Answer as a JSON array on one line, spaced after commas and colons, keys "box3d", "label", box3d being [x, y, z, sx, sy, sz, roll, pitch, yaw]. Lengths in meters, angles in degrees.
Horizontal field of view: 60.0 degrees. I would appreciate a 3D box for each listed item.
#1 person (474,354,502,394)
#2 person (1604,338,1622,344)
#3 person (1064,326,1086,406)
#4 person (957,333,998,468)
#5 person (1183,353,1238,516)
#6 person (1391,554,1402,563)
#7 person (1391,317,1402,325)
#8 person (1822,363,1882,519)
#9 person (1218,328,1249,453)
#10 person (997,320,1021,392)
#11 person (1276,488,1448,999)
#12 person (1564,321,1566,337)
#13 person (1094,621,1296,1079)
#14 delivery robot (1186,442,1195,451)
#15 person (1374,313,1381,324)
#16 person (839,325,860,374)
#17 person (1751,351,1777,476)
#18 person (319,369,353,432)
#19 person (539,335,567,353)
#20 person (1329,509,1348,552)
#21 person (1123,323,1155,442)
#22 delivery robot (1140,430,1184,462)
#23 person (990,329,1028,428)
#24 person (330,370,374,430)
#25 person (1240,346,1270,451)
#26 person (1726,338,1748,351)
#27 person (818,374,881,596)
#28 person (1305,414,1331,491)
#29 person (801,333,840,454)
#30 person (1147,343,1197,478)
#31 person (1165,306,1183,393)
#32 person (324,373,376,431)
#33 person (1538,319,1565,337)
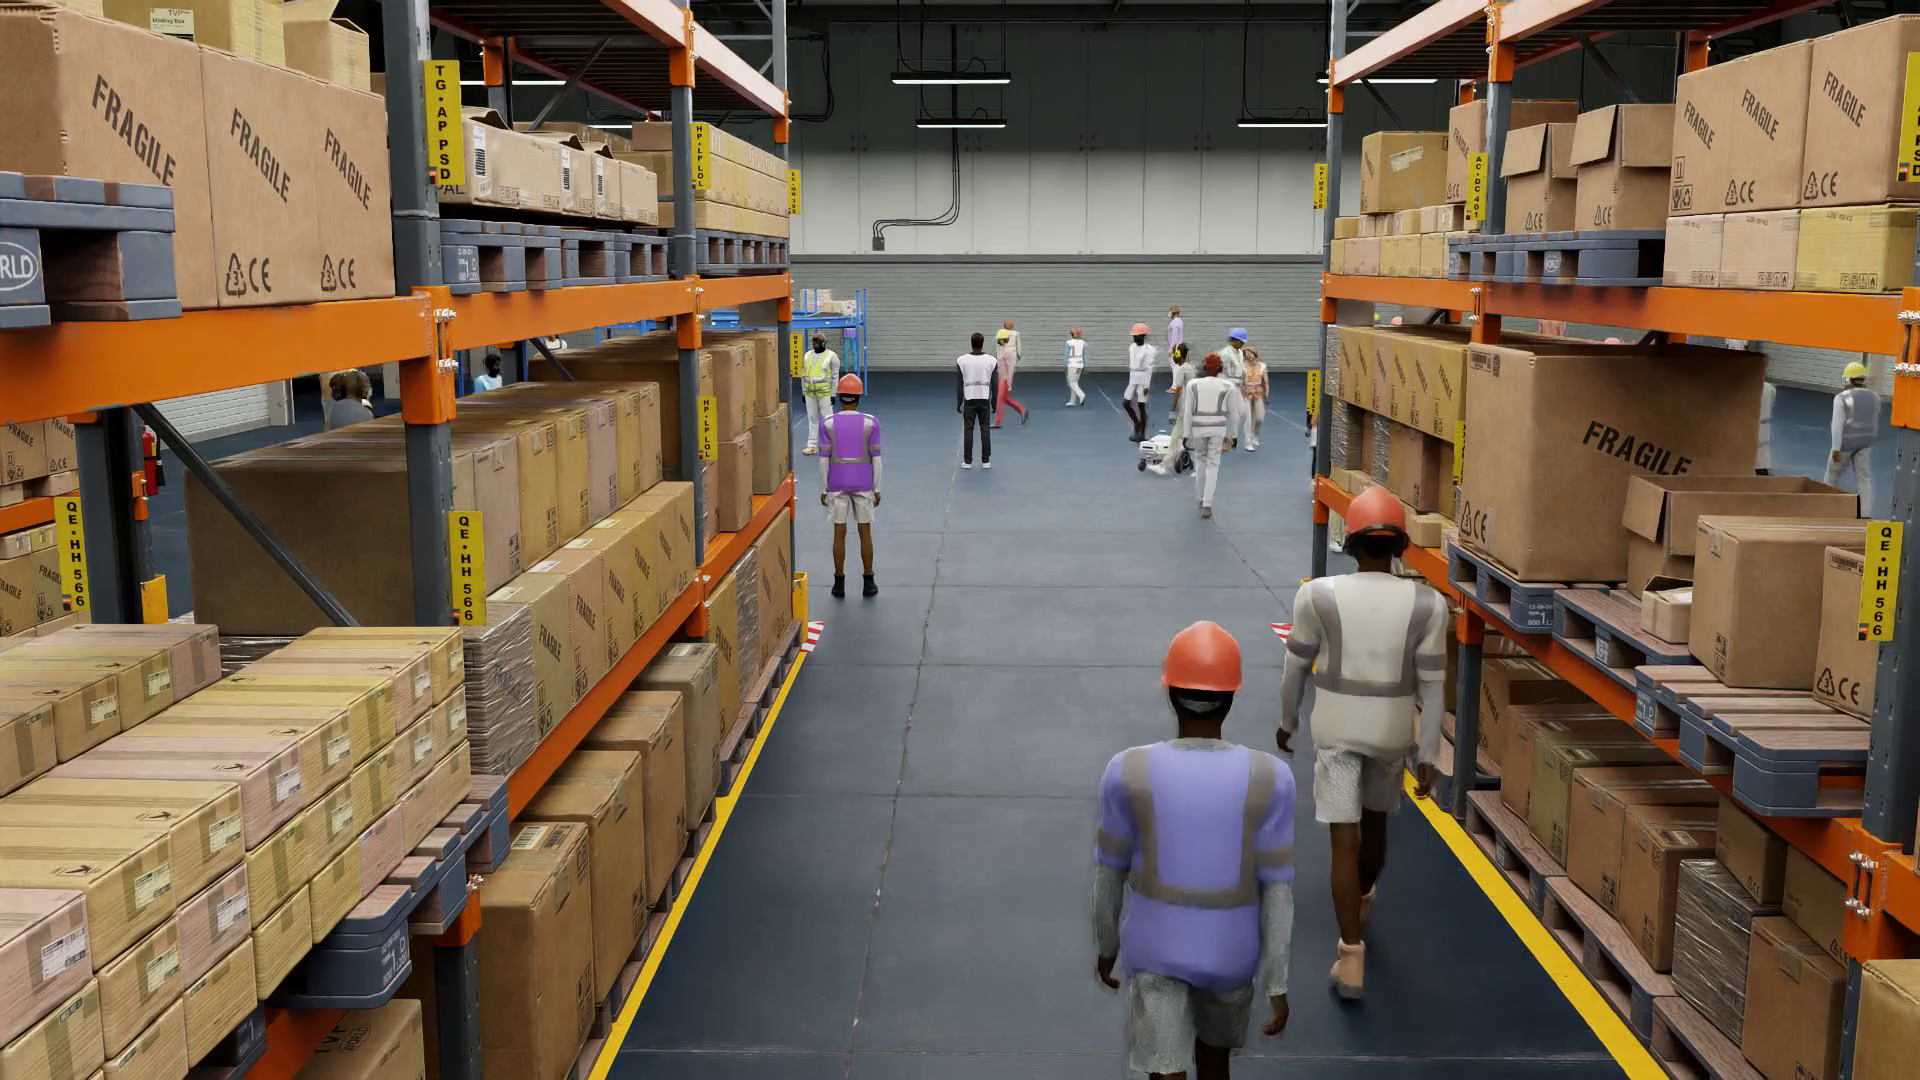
[{"box3d": [-6.244, -1.662, 22.327, 0.372, 1.681, 0.546, 7, 12, 37], "label": "person"}, {"box3d": [8.344, -1.625, 21.379, 0.646, 1.938, 1.017, -8, 12, -38], "label": "person"}, {"box3d": [2.345, -3.483, 33.456, 0.525, 1.617, 0.633, -7, 12, -36], "label": "person"}, {"box3d": [0.247, -1.974, 23.566, 0.589, 1.914, 0.377, -1, 10, -6], "label": "person"}, {"box3d": [2.928, -1.237, 19.317, 0.602, 1.846, 0.906, 3, 10, 18], "label": "person"}, {"box3d": [3.950, -0.535, 15.414, 0.399, 1.750, 0.545, 4, 10, 25], "label": "person"}, {"box3d": [7.320, -2.752, 27.967, 0.623, 1.992, 0.396, -2, 10, -12], "label": "person"}, {"box3d": [9.939, -1.088, 18.617, 0.617, 1.778, 0.930, -1, 10, -8], "label": "person"}, {"box3d": [4.137, -2.284, 25.422, 0.535, 1.902, 0.731, 7, 12, 35], "label": "person"}, {"box3d": [1.073, -4.173, 37.662, 0.540, 1.598, 0.776, -3, 10, -19], "label": "person"}, {"box3d": [1.644, 0.780, 6.837, 0.629, 1.987, 1.073, 1, 10, 4], "label": "person"}, {"box3d": [14.323, -4.818, 40.260, 0.638, 2.020, 0.480, 4, 10, 23], "label": "person"}, {"box3d": [0.667, 1.168, 4.821, 0.563, 1.886, 0.986, 1, 10, 7], "label": "person"}, {"box3d": [3.322, -1.393, 23.203, 0.335, 0.223, 0.698, 4, 10, 21], "label": "delivery robot"}, {"box3d": [9.612, -4.382, 38.526, 0.512, 1.713, 0.738, 5, 11, 27], "label": "person"}, {"box3d": [-2.881, -5.276, 43.530, 0.564, 1.846, 0.390, -4, 10, -20], "label": "person"}, {"box3d": [8.804, -1.122, 18.424, 0.623, 1.935, 0.959, -3, 10, -18], "label": "person"}, {"box3d": [-7.848, -1.536, 20.964, 0.544, 1.906, 0.737, 1, 10, 5], "label": "person"}, {"box3d": [-7.184, -2.922, 29.474, 0.546, 1.829, 0.409, -4, 10, -24], "label": "person"}, {"box3d": [3.937, -0.703, 16.770, 0.507, 1.631, 0.266, -8, 12, -38], "label": "person"}, {"box3d": [2.887, -2.547, 26.922, 0.416, 1.924, 0.555, -7, 12, -36], "label": "person"}, {"box3d": [2.848, -1.301, 23.426, 0.477, 0.478, 0.707, 9, 13, 42], "label": "delivery robot"}, {"box3d": [0.840, -2.853, 29.313, 0.725, 1.741, 0.535, -2, 10, -14], "label": "person"}, {"box3d": [-5.520, -0.593, 15.243, 0.459, 1.928, 0.644, -9, 13, -44], "label": "person"}, {"box3d": [4.536, -2.203, 25.819, 0.538, 1.619, 0.479, -1, 10, -4], "label": "person"}, {"box3d": [18.980, -4.810, 40.555, 0.401, 1.907, 0.646, -3, 10, -19], "label": "person"}, {"box3d": [-0.959, -0.481, 14.537, 0.547, 1.937, 0.379, 0, 9, -2], "label": "person"}, {"box3d": [4.602, -1.379, 20.767, 0.535, 1.645, 0.771, 1, 9, 3], "label": "person"}, {"box3d": [-2.133, -2.210, 25.171, 0.627, 1.847, 0.429, 4, 10, 25], "label": "person"}, {"box3d": [3.015, -1.756, 22.571, 0.932, 1.804, 0.618, 3, 10, 17], "label": "person"}, {"box3d": [4.798, -4.261, 37.173, 0.372, 1.940, 0.627, 3, 10, 19], "label": "person"}, {"box3d": [-6.055, -0.724, 16.340, 0.634, 1.812, 0.767, 5, 11, 26], "label": "person"}, {"box3d": [13.825, -4.578, 38.903, 0.610, 1.995, 0.375, 6, 11, 33], "label": "person"}]
